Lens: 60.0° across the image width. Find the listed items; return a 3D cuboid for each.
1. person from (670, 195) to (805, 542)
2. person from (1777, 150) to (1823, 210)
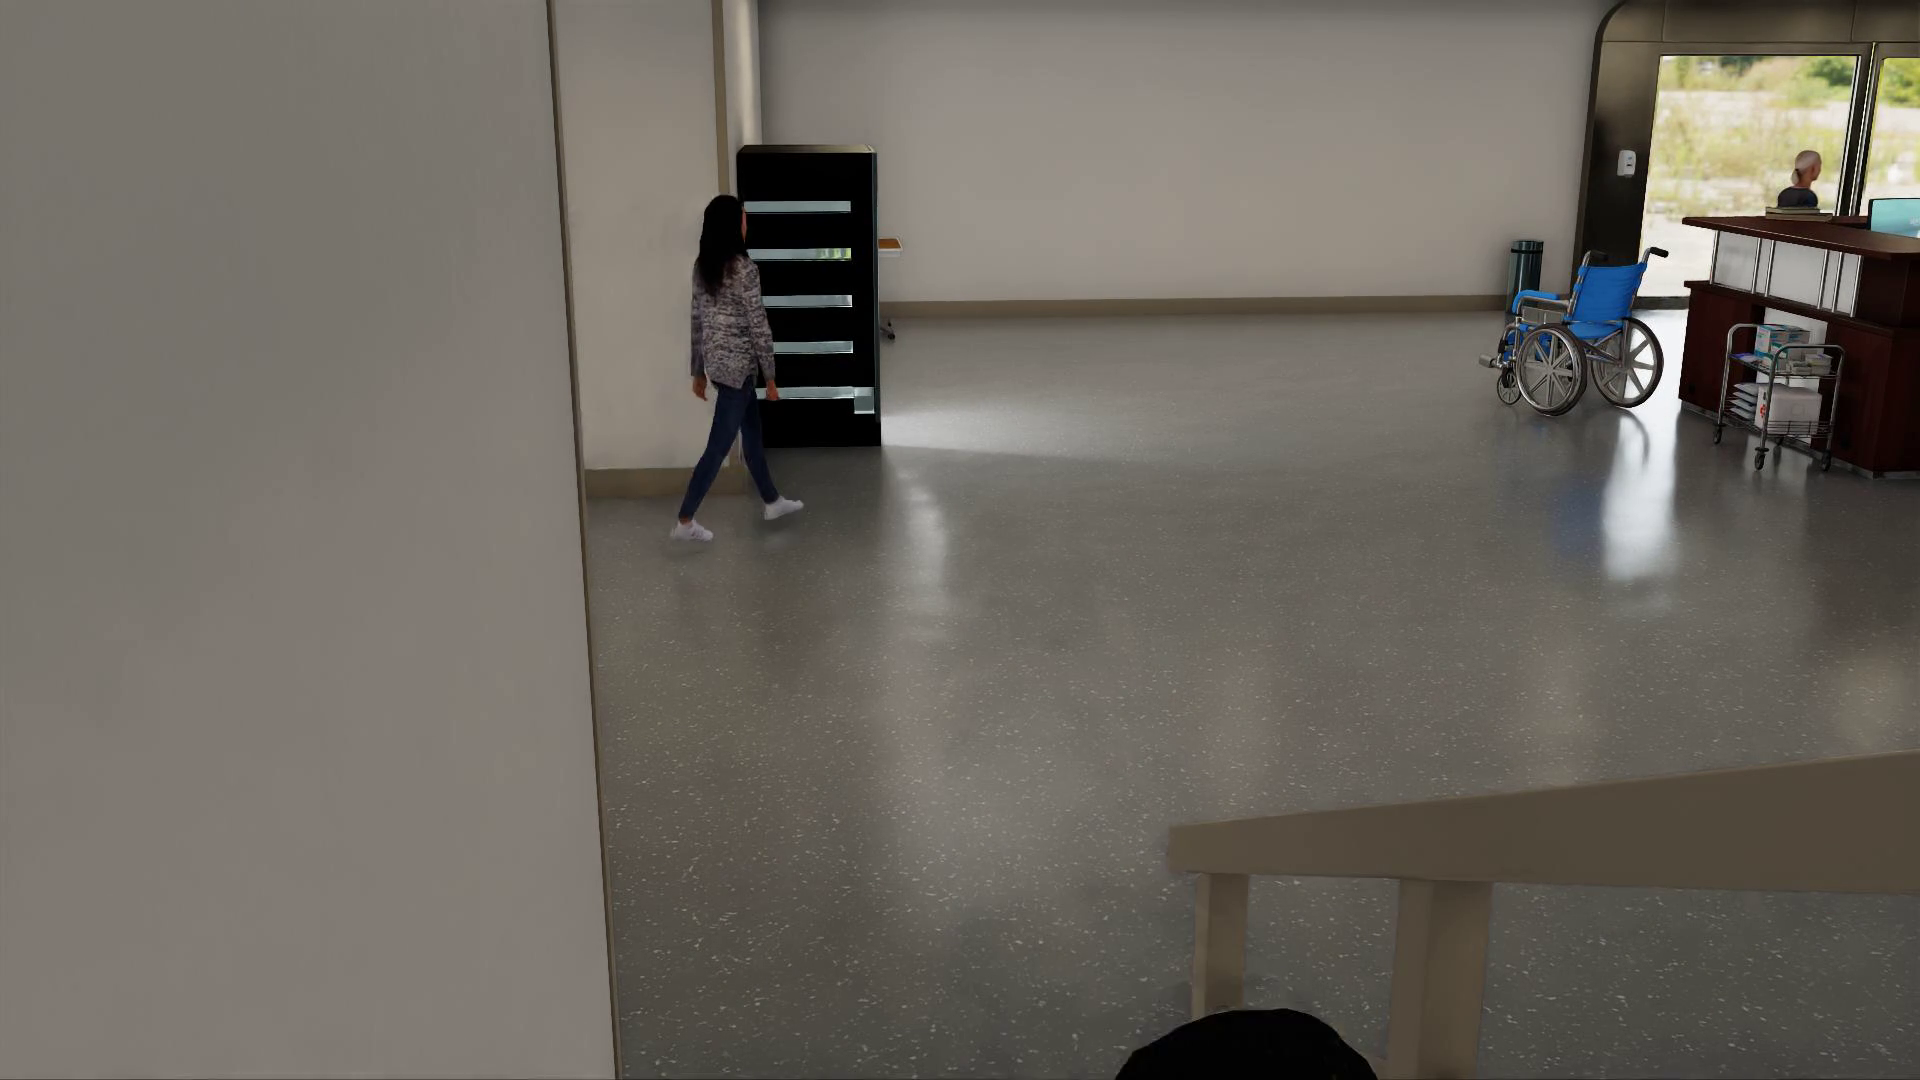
[{"bbox_3d":[-1.192,-0.800,8.225,1.154,1.685,1.184,14,21,40],"label":"person"},{"bbox_3d":[6.470,-2.184,13.117,0.809,1.693,1.006,-5,16,-17],"label":"person"}]
